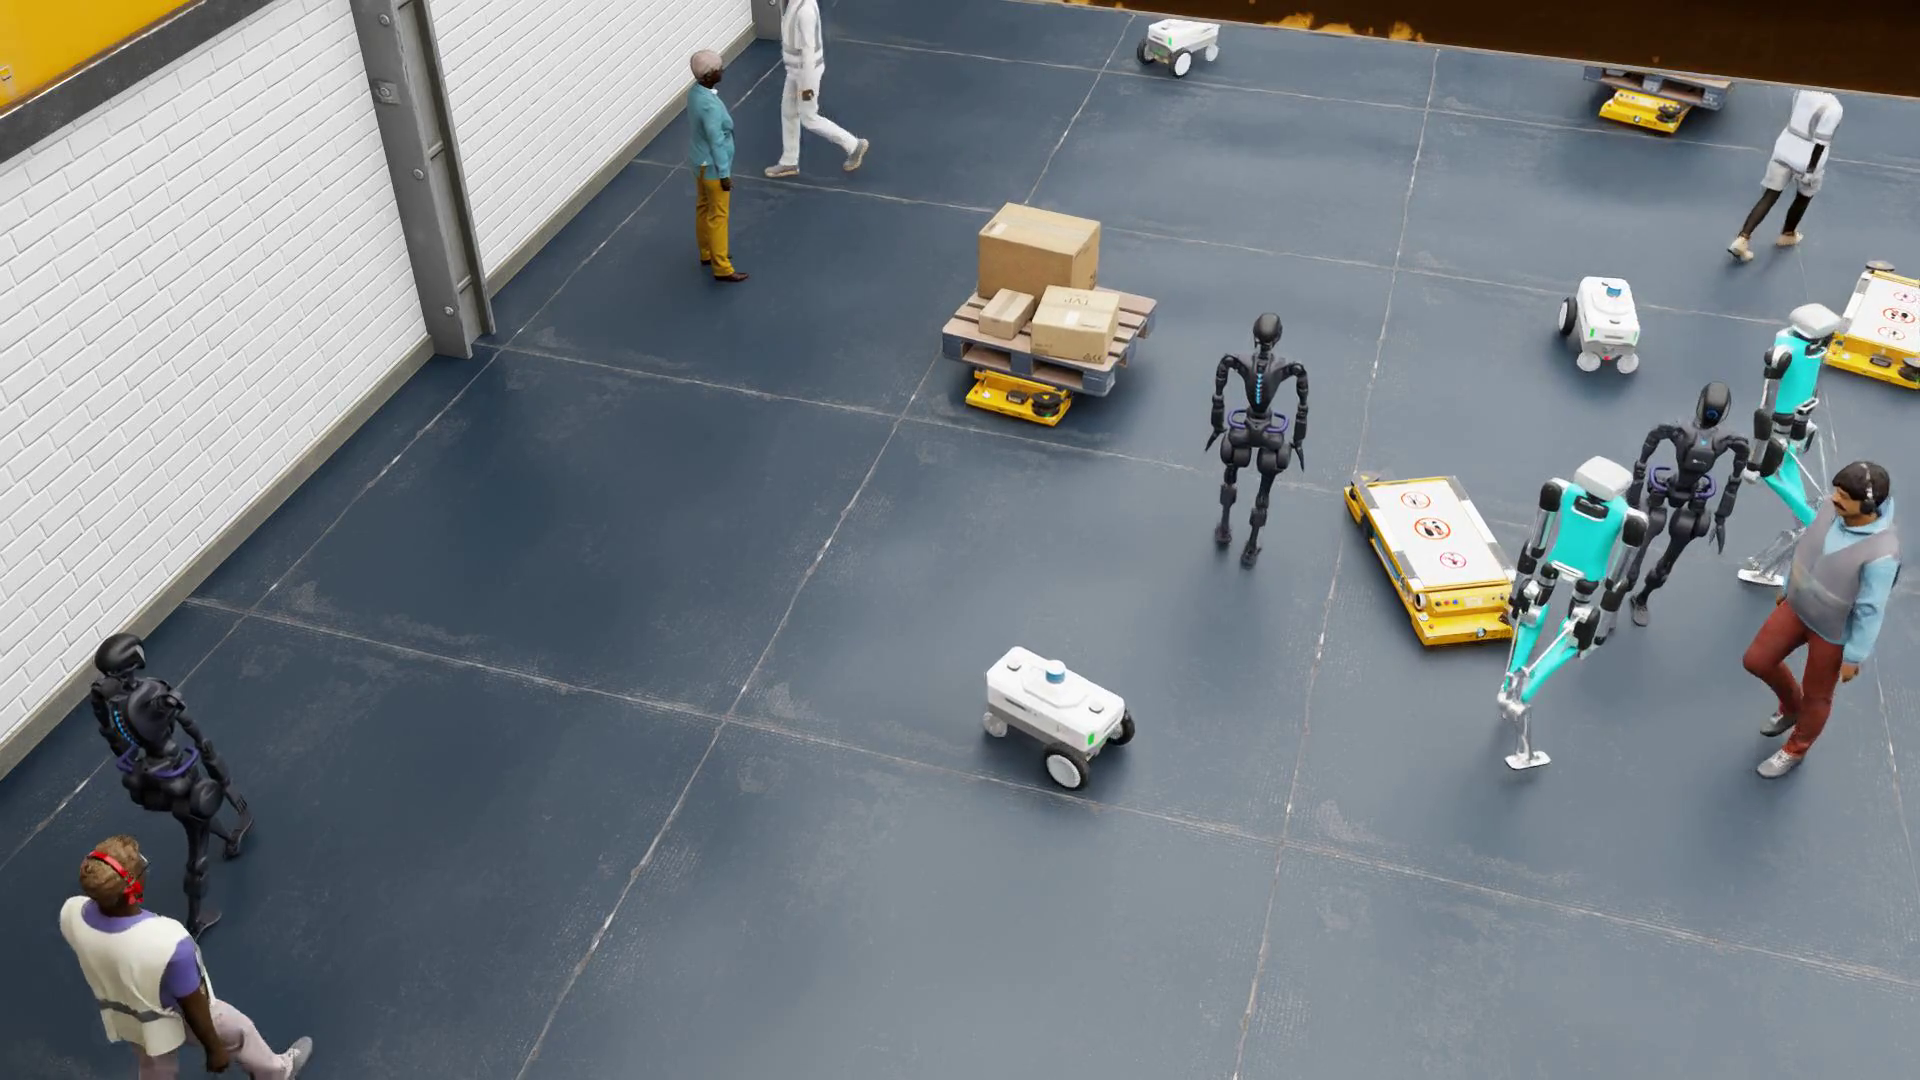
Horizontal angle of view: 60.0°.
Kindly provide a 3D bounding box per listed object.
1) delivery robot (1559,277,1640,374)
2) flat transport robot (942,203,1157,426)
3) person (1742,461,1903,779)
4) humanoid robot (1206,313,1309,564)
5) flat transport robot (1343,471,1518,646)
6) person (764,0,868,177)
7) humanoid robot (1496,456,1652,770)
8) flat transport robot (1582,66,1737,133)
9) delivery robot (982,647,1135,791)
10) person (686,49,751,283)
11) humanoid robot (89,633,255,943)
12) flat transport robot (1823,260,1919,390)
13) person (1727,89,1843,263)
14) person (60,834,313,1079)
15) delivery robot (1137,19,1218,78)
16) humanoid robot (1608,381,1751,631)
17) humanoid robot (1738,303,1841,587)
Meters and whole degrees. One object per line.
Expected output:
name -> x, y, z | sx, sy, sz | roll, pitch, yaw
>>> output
delivery robot -> 4.538, -1.551, 11.690 | 0.499, 0.576, 0.747 | 7, 39, 9
flat transport robot -> 0.630, -1.297, 11.617 | 0.659, 0.231, 1.431 | 16, 42, 19
person -> 4.264, 0.407, 8.222 | 0.477, 1.862, 0.642 | -11, 40, -13
humanoid robot -> 1.719, -0.592, 9.610 | 0.585, 1.648, 0.340 | 10, 40, 12
flat transport robot -> 2.837, 0.068, 9.920 | 0.659, 0.231, 1.431 | -5, 39, -7
person -> -1.214, -3.814, 13.482 | 0.810, 1.858, 0.588 | -8, 39, -10
humanoid robot -> 2.880, 0.484, 8.250 | 0.530, 1.783, 0.873 | 28, 46, 30
flat transport robot -> 6.365, -4.101, 15.105 | 0.659, 0.231, 1.431 | 23, 44, 26
delivery robot -> 0.499, 0.889, 8.676 | 0.805, 0.601, 0.499 | 25, 45, 28
person -> -1.811, -2.754, 12.244 | 0.345, 1.753, 0.523 | -16, 42, -19
humanoid robot -> -3.581, 1.060, 7.593 | 0.600, 1.625, 0.784 | 9, 40, 11
flat transport robot -> 6.707, -1.554, 11.937 | 0.659, 0.231, 1.431 | 22, 44, 25
person -> 6.259, -2.873, 12.470 | 0.790, 1.657, 0.521 | -15, 41, -18
person -> -3.105, 1.844, 6.488 | 0.579, 1.801, 0.948 | 11, 40, 13
delivery robot -> 2.078, -4.714, 15.655 | 0.815, 0.614, 0.499 | -28, 47, -30
humanoid robot -> 3.917, -0.183, 9.115 | 0.590, 1.646, 0.363 | 9, 40, 12
humanoid robot -> 4.764, -0.434, 9.360 | 0.530, 1.774, 0.755 | -27, 46, -30
